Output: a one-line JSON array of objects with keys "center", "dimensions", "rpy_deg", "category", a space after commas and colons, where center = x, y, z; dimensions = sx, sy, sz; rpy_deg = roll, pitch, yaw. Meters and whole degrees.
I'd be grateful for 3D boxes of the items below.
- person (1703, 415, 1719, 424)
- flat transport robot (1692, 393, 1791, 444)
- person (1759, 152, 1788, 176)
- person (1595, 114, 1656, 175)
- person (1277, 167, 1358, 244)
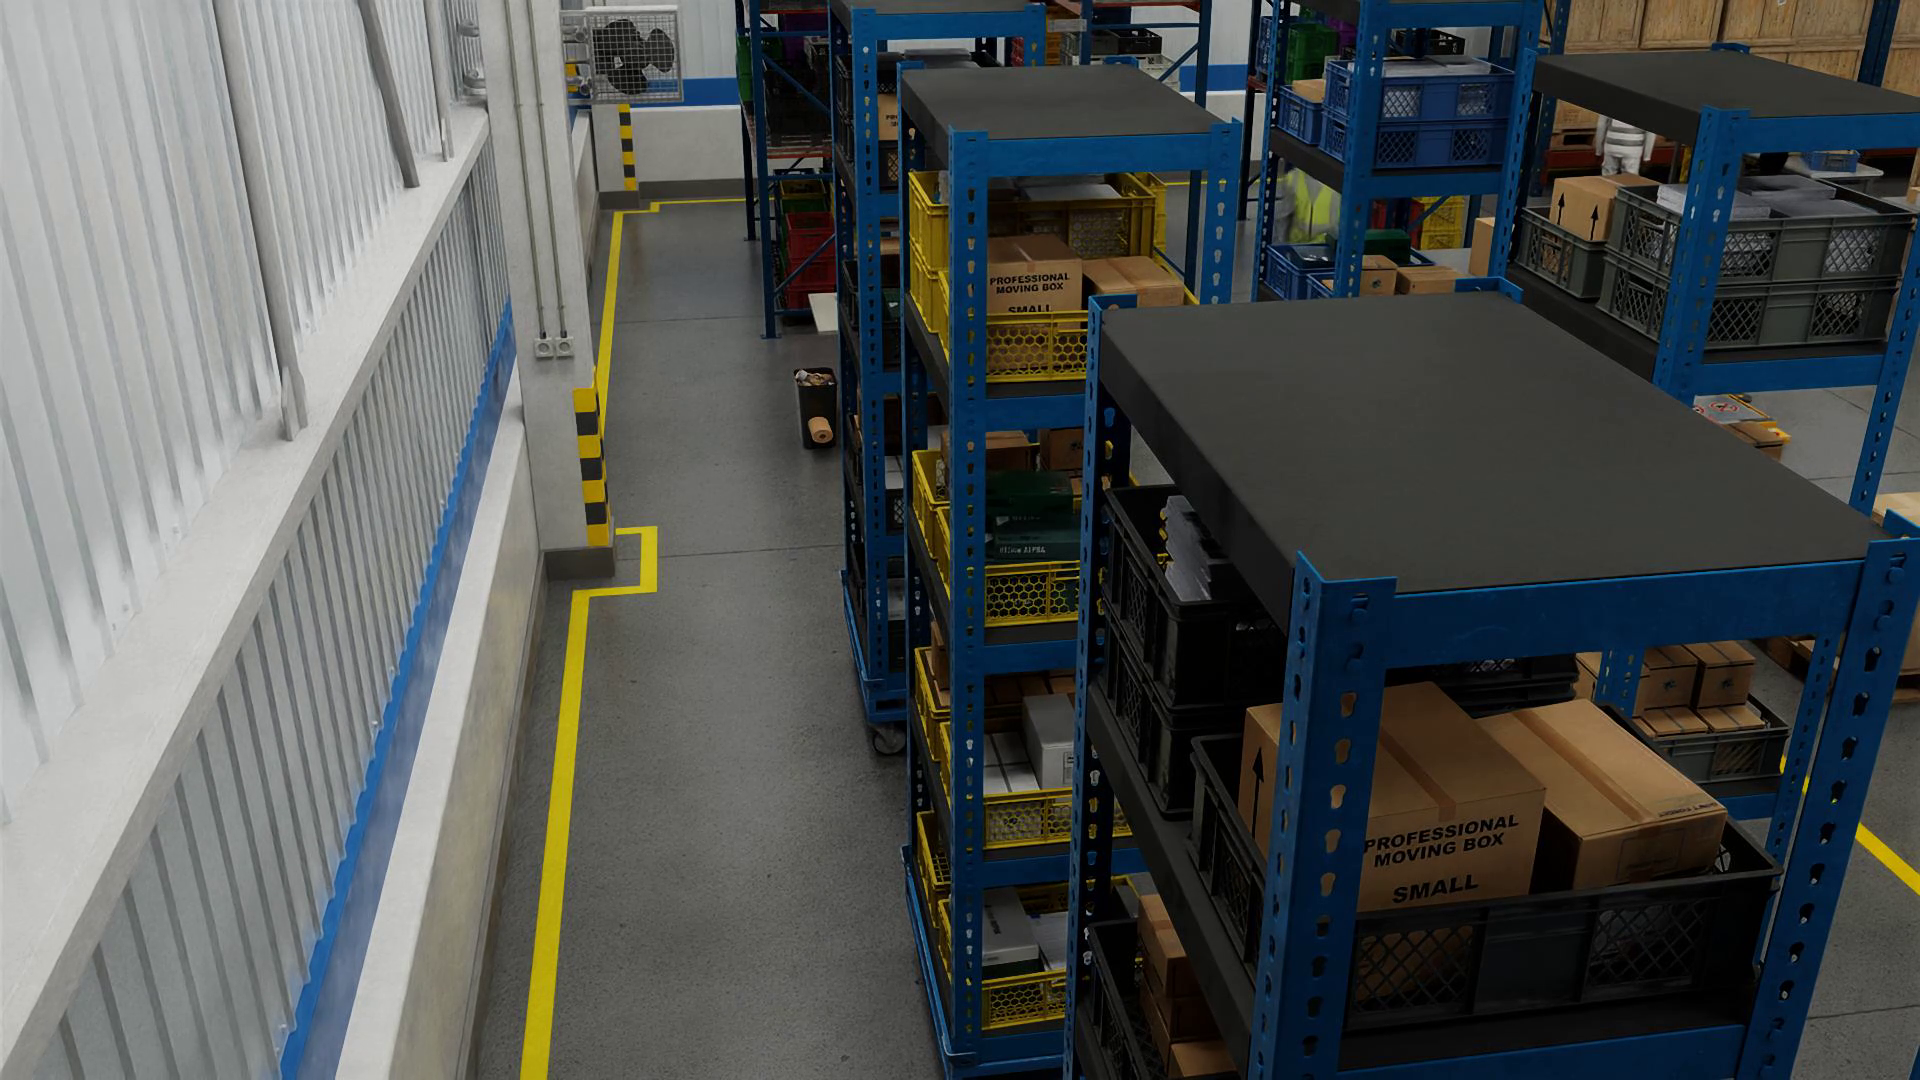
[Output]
[{"center": [3.392, -0.013, 8.247], "dimensions": [0.623, 1.992, 0.391], "rpy_deg": [-10, 27, -21], "category": "person"}, {"center": [5.224, -0.859, 12.132], "dimensions": [1.431, 0.197, 0.652], "rpy_deg": [-4, 25, -8], "category": "flat transport robot"}, {"center": [6.721, -2.497, 13.994], "dimensions": [0.318, 1.697, 0.540], "rpy_deg": [18, 30, 34], "category": "person"}, {"center": [6.740, -3.935, 16.904], "dimensions": [0.576, 1.881, 0.352], "rpy_deg": [20, 31, 36], "category": "person"}, {"center": [2.909, -2.435, 13.769], "dimensions": [0.672, 1.786, 0.837], "rpy_deg": [15, 28, 29], "category": "person"}]
